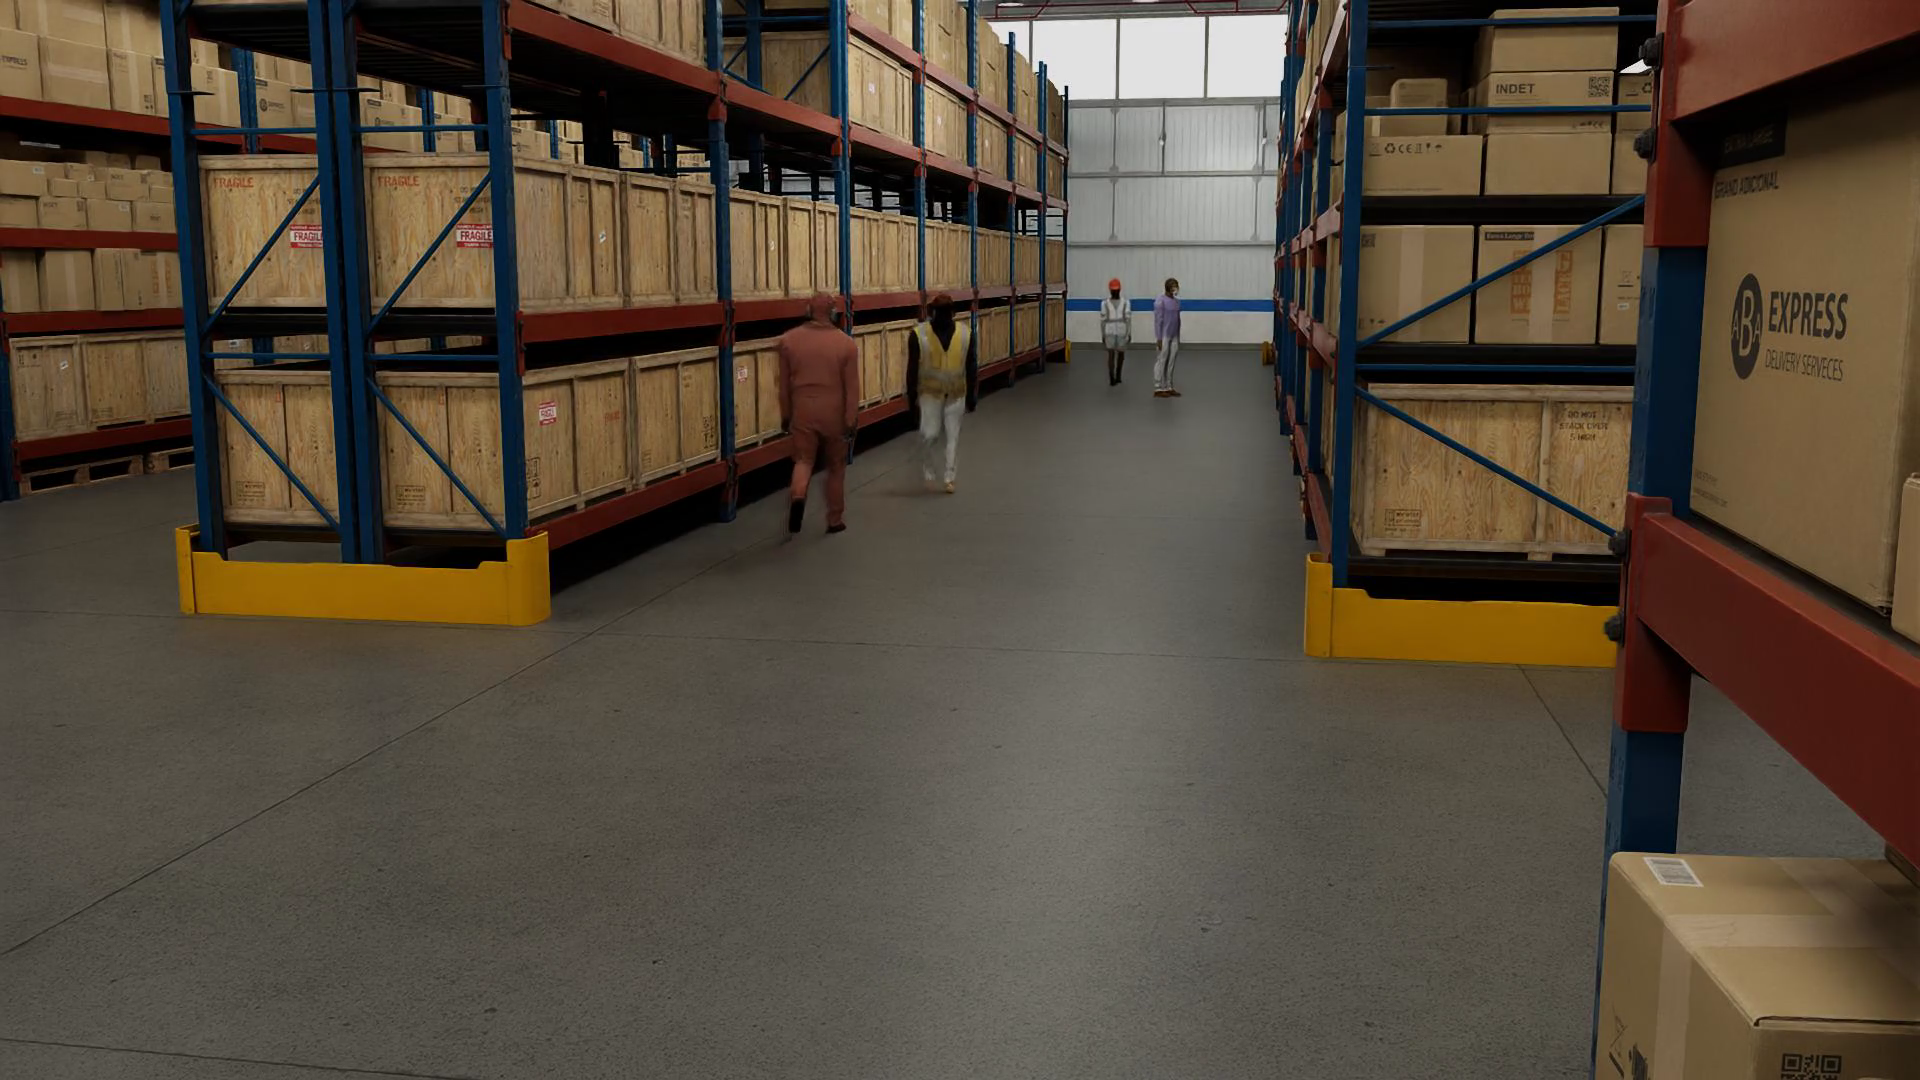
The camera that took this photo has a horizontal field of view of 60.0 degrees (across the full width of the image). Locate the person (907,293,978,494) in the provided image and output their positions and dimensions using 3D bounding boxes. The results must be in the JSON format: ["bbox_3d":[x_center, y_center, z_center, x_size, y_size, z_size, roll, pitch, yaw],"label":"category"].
[{"bbox_3d":[-0.147,-1.318,15.114,0.634,1.826,0.529,-2,9,-12],"label":"person"}]

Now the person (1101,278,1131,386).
[{"bbox_3d":[2.791,-3.739,29.869,0.549,1.917,0.808,0,9,0],"label":"person"}]

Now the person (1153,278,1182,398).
[{"bbox_3d":[3.363,-3.267,26.902,0.376,1.933,0.625,8,12,43],"label":"person"}]

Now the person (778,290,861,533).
[{"bbox_3d":[-1.078,-0.957,12.704,0.655,1.884,0.647,1,9,8],"label":"person"}]
